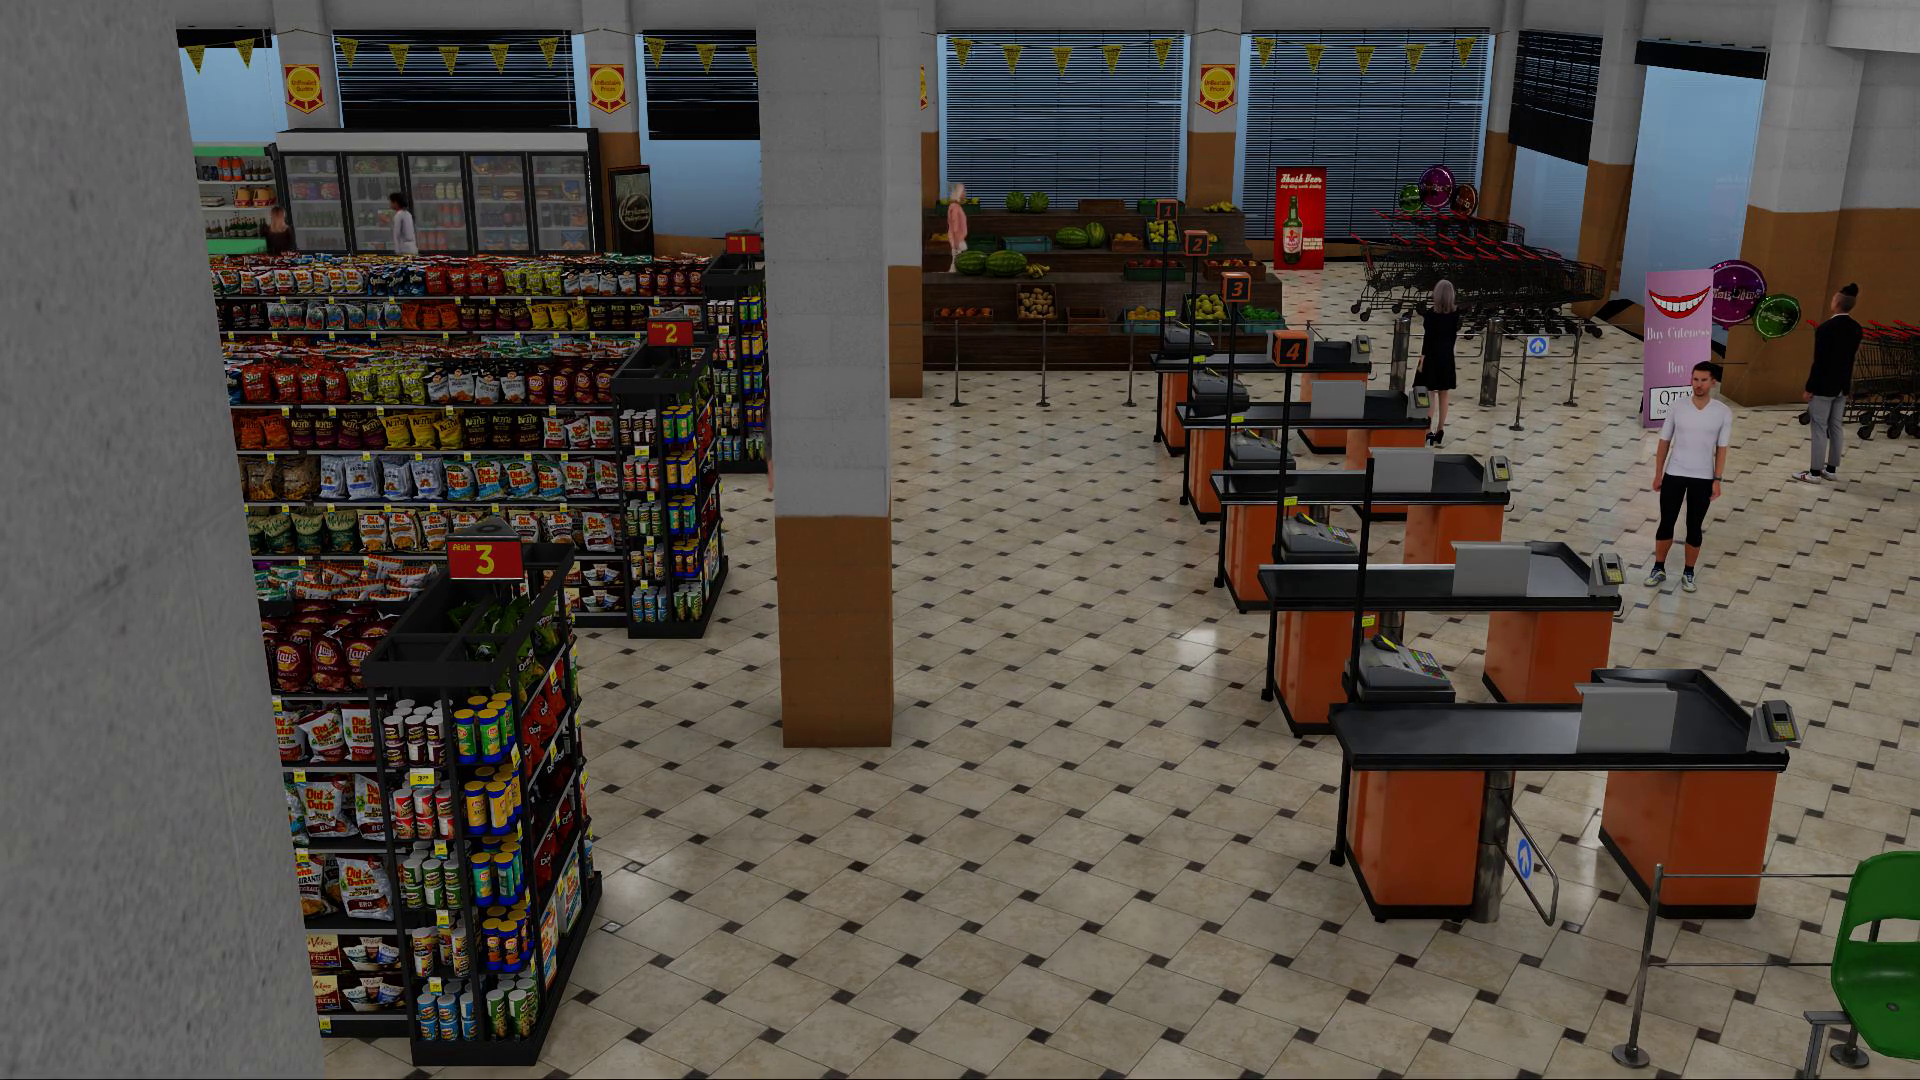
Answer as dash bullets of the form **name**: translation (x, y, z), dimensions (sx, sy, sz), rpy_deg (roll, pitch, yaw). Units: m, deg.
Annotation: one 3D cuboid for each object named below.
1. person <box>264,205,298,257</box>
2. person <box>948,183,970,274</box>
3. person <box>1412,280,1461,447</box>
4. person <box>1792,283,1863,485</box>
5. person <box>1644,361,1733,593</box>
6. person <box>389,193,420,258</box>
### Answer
- **person**: translation (-9.517, -3.798, 23.306), dimensions (1.018, 1.662, 0.755), rpy_deg (2, 19, 5)
- **person**: translation (-0.123, -4.650, 25.746), dimensions (0.585, 1.719, 0.605), rpy_deg (0, 19, -1)
- **person**: translation (5.006, -1.867, 17.447), dimensions (0.625, 1.747, 0.738), rpy_deg (-7, 20, -21)
- **person**: translation (8.437, -1.521, 16.105), dimensions (0.684, 1.949, 0.849), rpy_deg (-8, 20, -22)
- **person**: translation (5.831, -0.524, 13.300), dimensions (0.674, 1.852, 0.809), rpy_deg (9, 21, 26)
- **person**: translation (-8.090, -4.228, 24.504), dimensions (0.727, 1.713, 0.732), rpy_deg (3, 19, 8)
